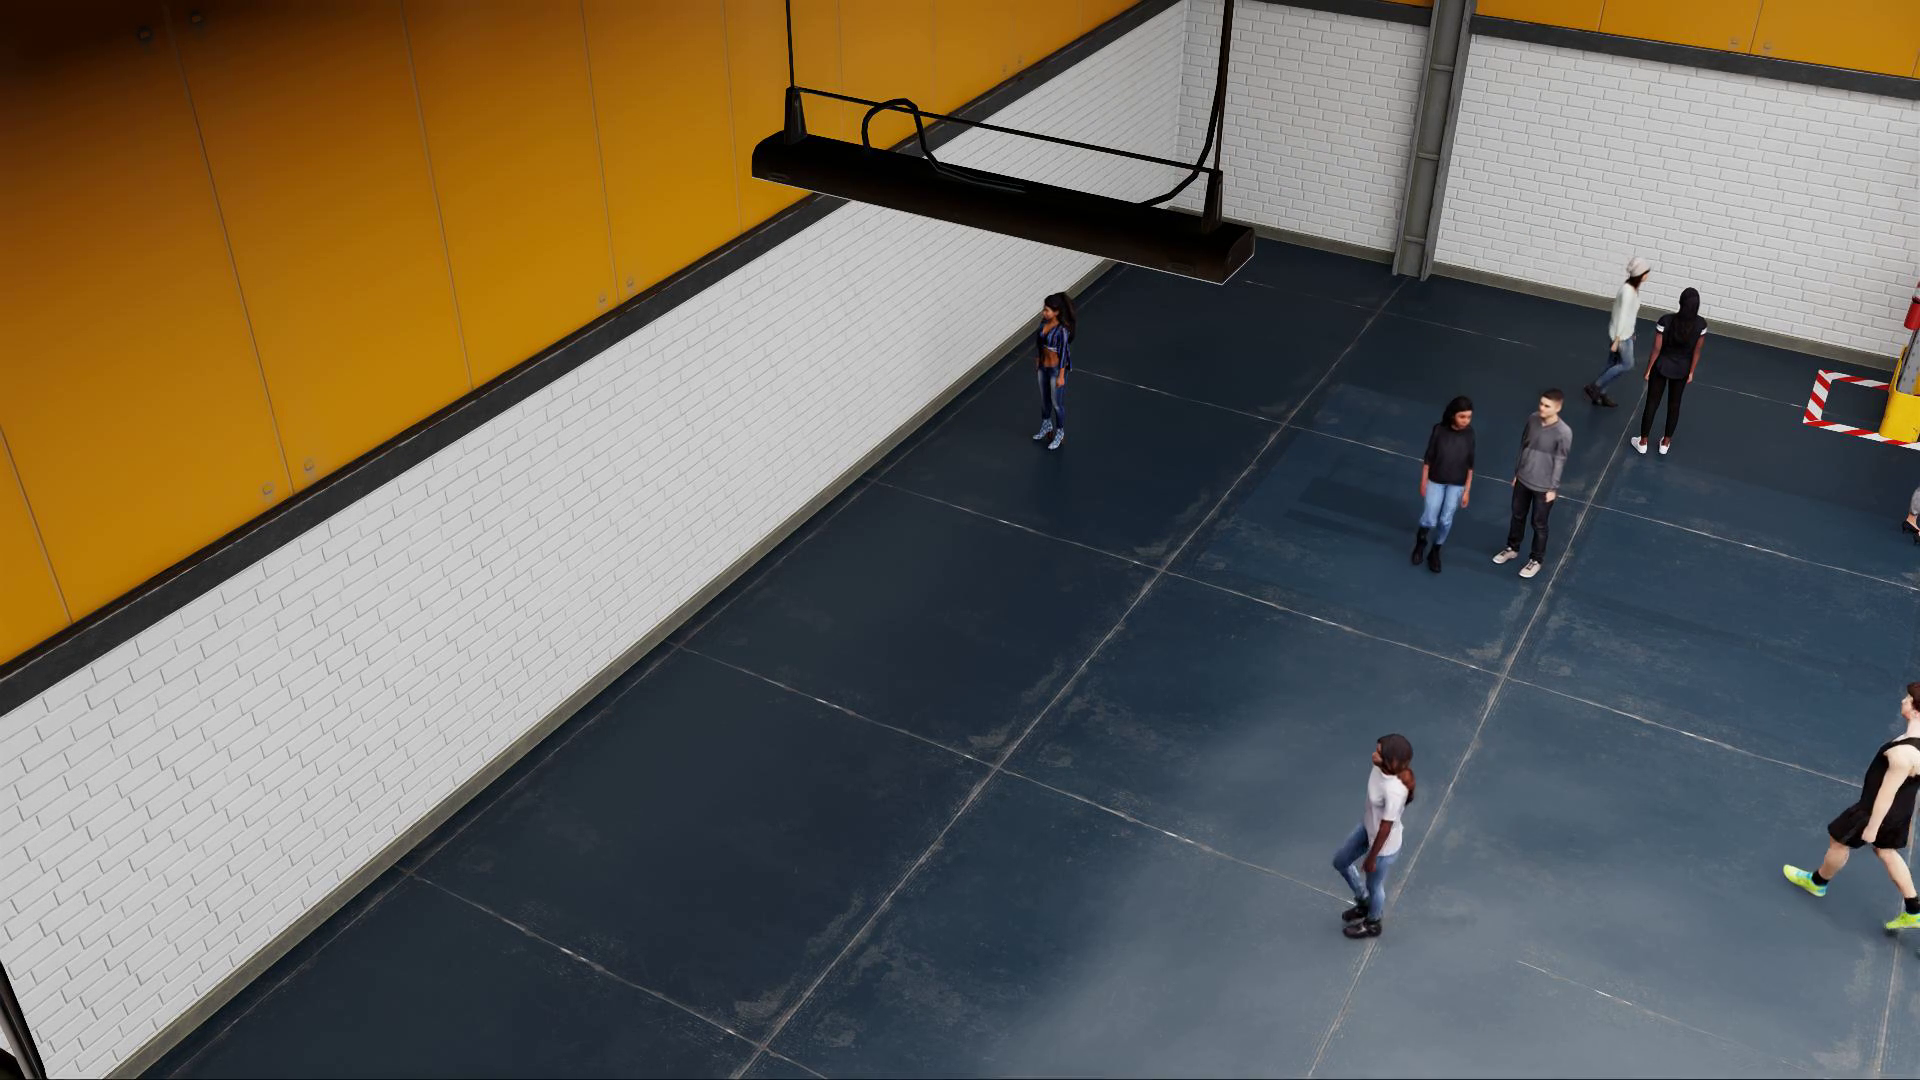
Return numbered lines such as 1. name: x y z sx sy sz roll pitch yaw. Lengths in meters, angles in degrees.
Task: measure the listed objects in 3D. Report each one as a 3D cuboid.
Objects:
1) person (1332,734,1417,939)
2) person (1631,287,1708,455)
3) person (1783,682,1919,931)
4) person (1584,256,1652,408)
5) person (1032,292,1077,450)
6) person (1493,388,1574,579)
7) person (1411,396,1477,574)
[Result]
1. person: 2.740 1.905 10.601 0.779 1.716 0.738 0 34 0
2. person: 6.794 -1.623 15.898 0.644 1.729 0.754 4 34 7
3. person: 6.026 1.756 10.695 0.986 1.861 1.263 -23 40 -30
4. person: 6.548 -2.092 16.684 0.686 1.639 0.632 12 35 17
5. person: 0.890 -1.640 16.024 0.754 1.618 0.625 -22 39 -29
6. person: 4.932 -0.511 14.198 0.740 1.759 0.599 -22 39 -29
7. person: 4.156 -0.516 14.277 0.636 1.679 0.719 4 34 6
